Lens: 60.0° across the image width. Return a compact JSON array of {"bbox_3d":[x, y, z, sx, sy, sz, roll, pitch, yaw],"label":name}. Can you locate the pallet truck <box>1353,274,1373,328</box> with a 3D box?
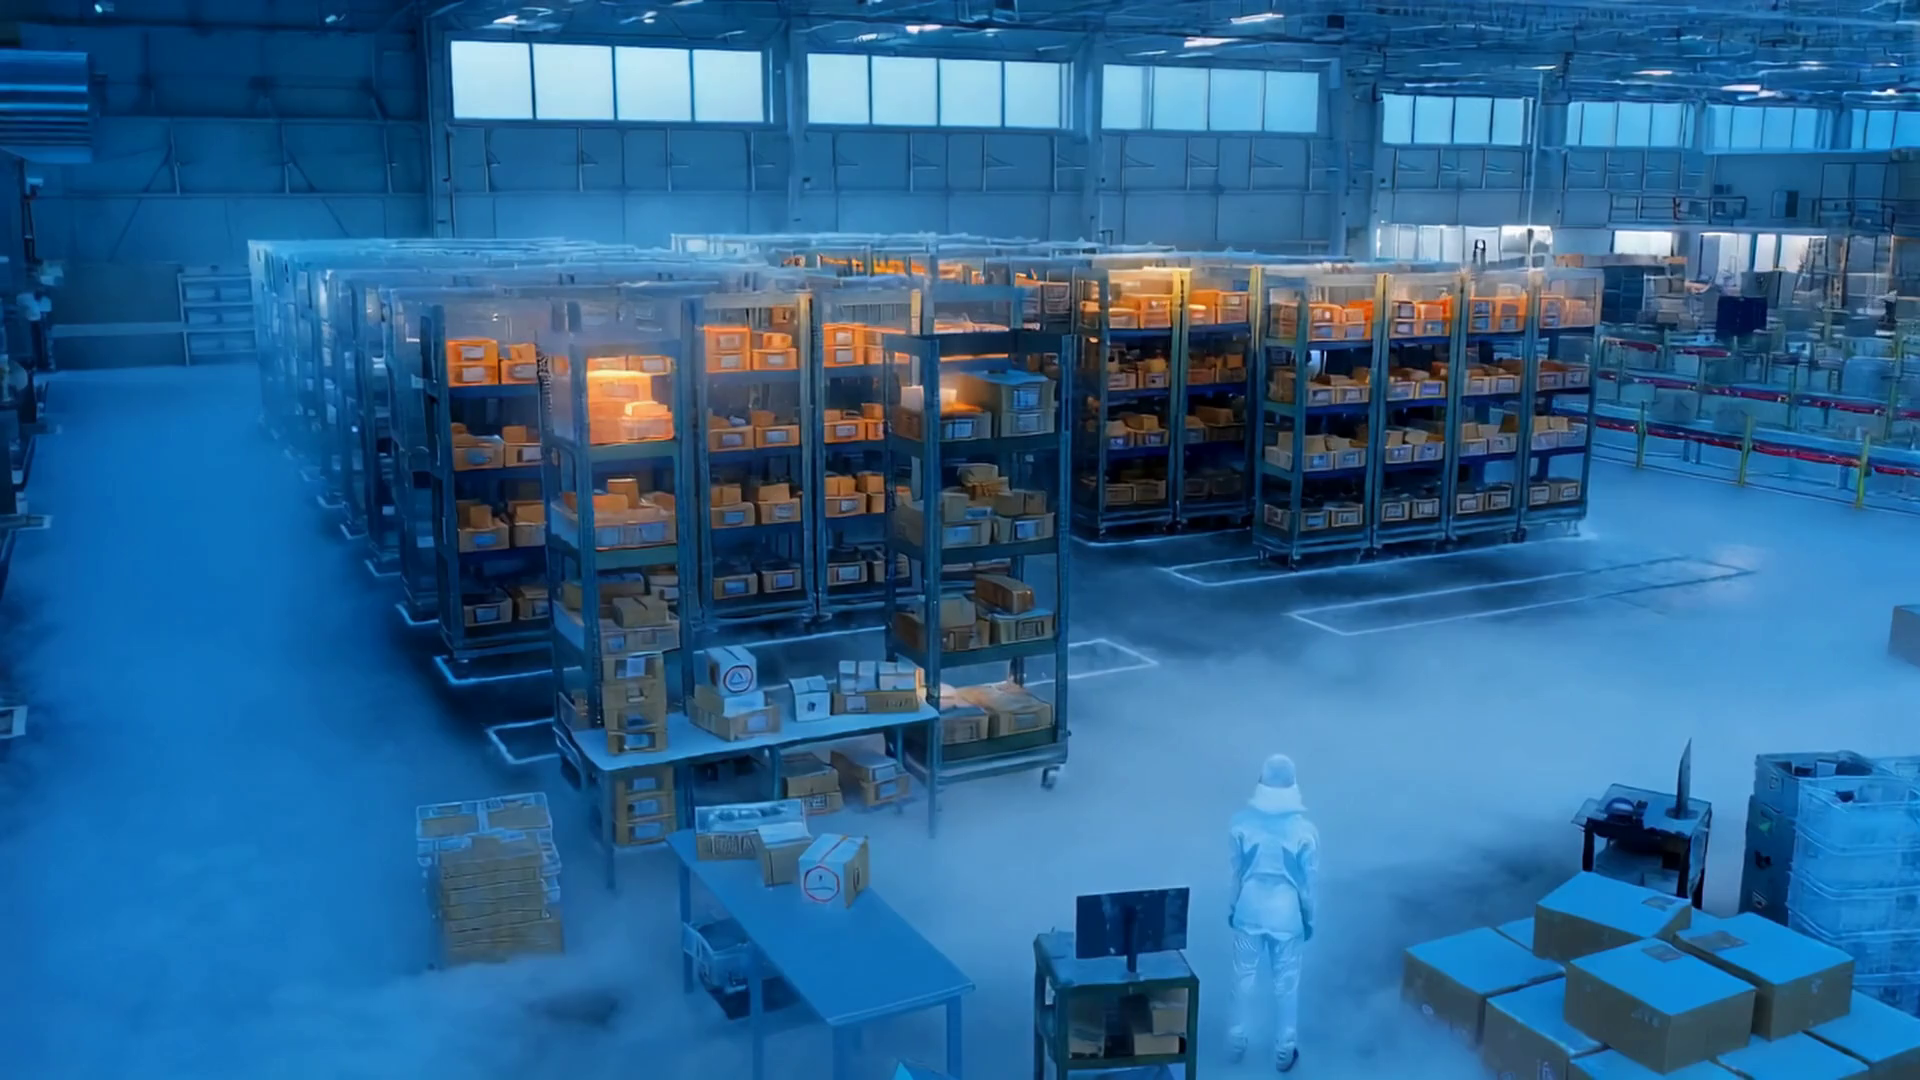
[{"bbox_3d":[13.011,-8.050,55.243,0.823,1.965,1.885,-7,14,-28],"label":"pallet truck"}]

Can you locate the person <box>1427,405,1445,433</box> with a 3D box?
[{"bbox_3d":[8.097,-2.373,28.935,0.669,1.889,0.443,2,12,8],"label":"person"}]

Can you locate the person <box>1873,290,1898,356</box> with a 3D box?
[{"bbox_3d":[25.533,-5.966,45.859,0.518,1.855,0.600,-7,14,-29],"label":"person"}]

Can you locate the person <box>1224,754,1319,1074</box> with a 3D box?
[{"bbox_3d":[1.662,1.989,8.910,0.485,1.735,0.343,4,13,18],"label":"person"}]

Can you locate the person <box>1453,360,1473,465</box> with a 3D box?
[{"bbox_3d":[8.401,-2.119,27.981,0.592,1.797,0.588,4,13,17],"label":"person"}]
